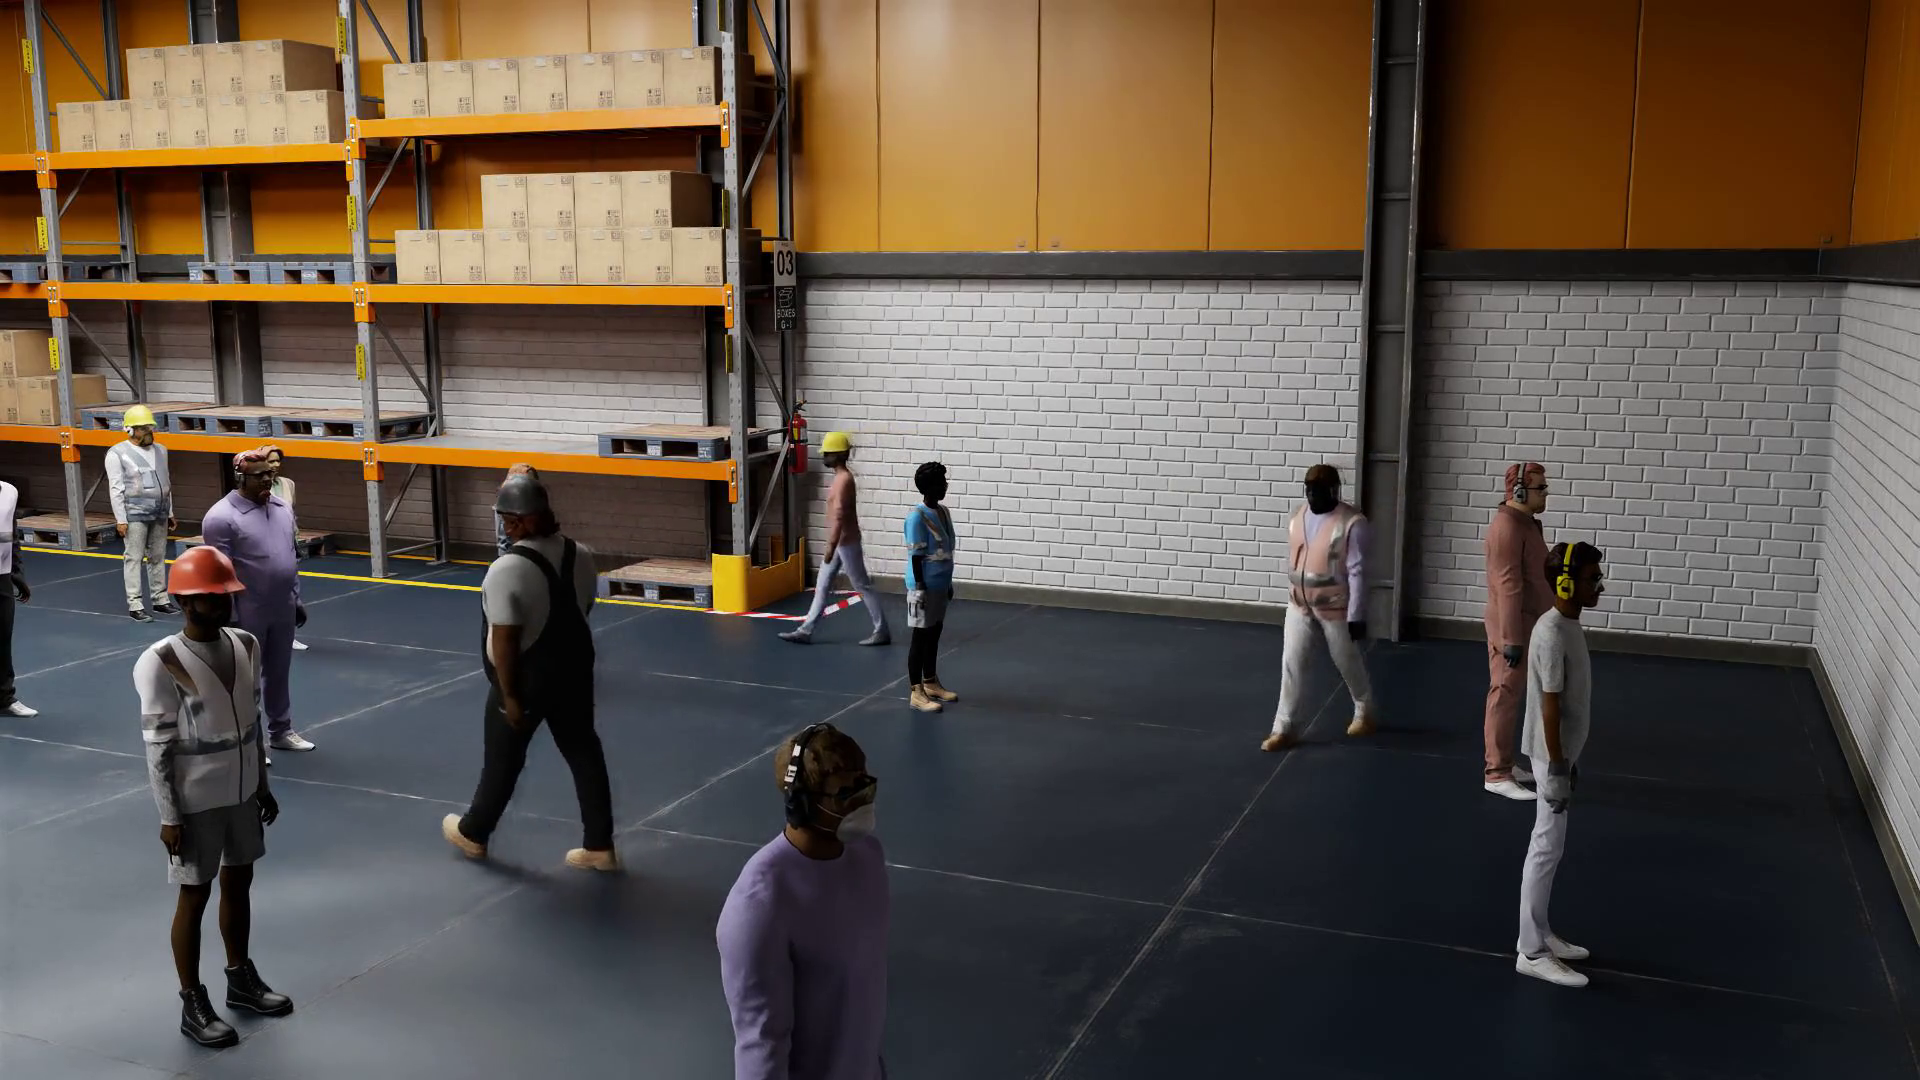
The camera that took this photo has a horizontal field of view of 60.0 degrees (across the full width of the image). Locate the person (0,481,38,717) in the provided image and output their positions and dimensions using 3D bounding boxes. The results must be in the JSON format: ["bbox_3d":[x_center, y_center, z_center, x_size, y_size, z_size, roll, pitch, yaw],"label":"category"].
[{"bbox_3d":[-6.412,0.264,10.910,0.392,1.920,0.592,4,10,22],"label":"person"}]

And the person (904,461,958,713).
[{"bbox_3d":[-0.196,0.309,11.313,0.318,1.697,0.535,4,10,22],"label":"person"}]

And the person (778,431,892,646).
[{"bbox_3d":[-0.957,0.003,13.083,0.902,1.712,0.542,-1,9,-8],"label":"person"}]

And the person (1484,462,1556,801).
[{"bbox_3d":[3.187,0.506,9.485,0.409,1.909,0.642,4,10,22],"label":"person"}]

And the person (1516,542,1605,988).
[{"bbox_3d":[2.549,0.928,7.039,0.328,1.872,0.513,4,10,22],"label":"person"}]

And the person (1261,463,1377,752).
[{"bbox_3d":[2.328,0.401,10.470,0.962,1.802,0.640,-9,13,-43],"label":"person"}]

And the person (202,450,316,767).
[{"bbox_3d":[-4.236,0.403,10.110,0.409,1.909,0.642,4,10,22],"label":"person"}]

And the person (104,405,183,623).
[{"bbox_3d":[-6.924,-0.228,14.142,0.404,1.837,0.590,4,10,22],"label":"person"}]

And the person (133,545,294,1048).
[{"bbox_3d":[-2.902,0.981,6.499,0.350,1.942,0.545,4,10,22],"label":"person"}]

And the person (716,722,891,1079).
[{"bbox_3d":[-0.334,1.386,4.053,0.372,1.940,0.631,4,10,22],"label":"person"}]

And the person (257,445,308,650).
[{"bbox_3d":[-5.314,0.082,12.859,0.308,1.641,0.514,4,10,22],"label":"person"}]

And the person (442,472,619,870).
[{"bbox_3d":[-2.144,0.633,8.308,1.022,2.000,0.682,7,11,35],"label":"person"}]

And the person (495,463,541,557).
[{"bbox_3d":[-3.076,0.263,11.782,0.282,1.633,0.500,4,10,22],"label":"person"}]
